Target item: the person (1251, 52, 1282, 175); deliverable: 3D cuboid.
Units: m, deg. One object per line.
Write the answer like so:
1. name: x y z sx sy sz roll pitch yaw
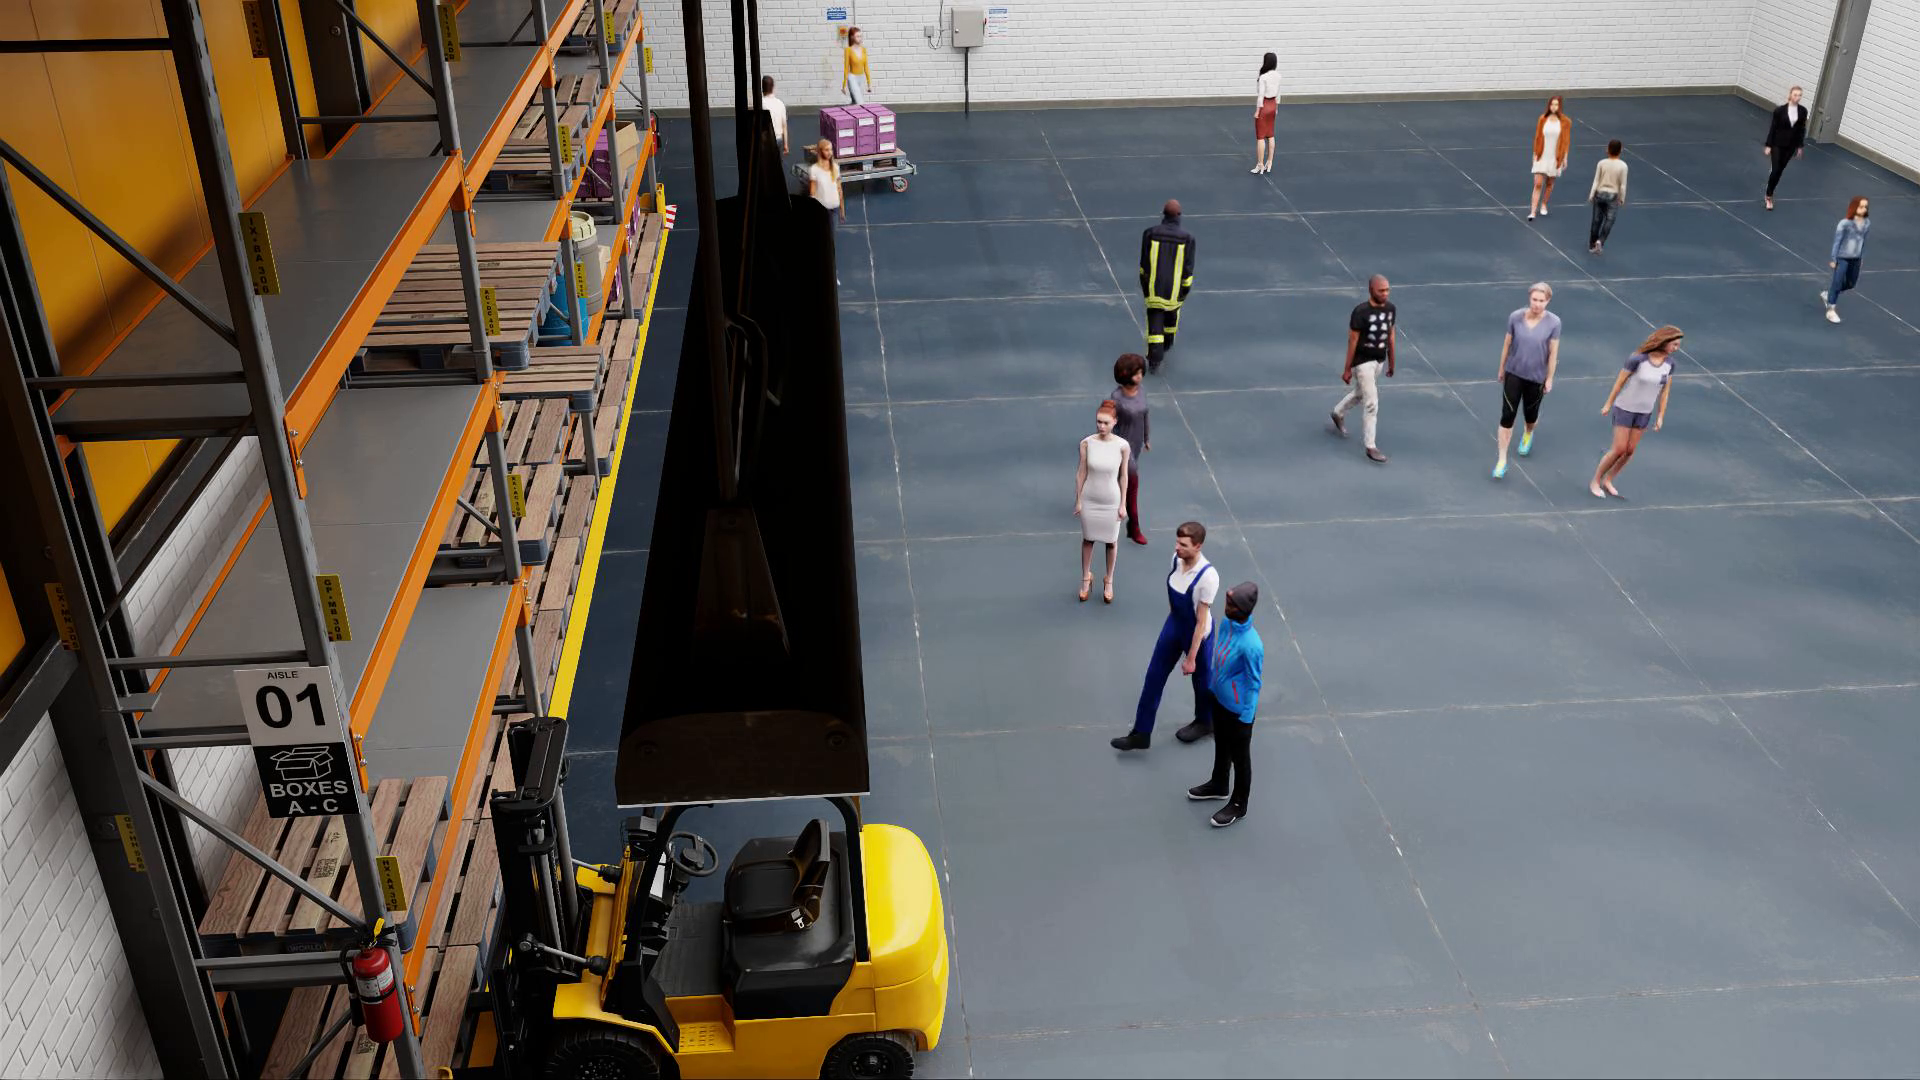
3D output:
1. person: 4.495 -6.276 24.450 0.680 1.749 0.689 -20 34 -32

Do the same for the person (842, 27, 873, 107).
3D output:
1. person: -1.703 -7.151 26.087 1.188 1.718 1.078 25 37 37

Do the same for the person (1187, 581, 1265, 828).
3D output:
1. person: 1.822 1.059 10.959 0.730 1.792 0.574 -10 30 -18

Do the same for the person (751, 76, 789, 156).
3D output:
1. person: -2.547 -5.340 22.664 1.091 1.817 1.331 -19 34 -31

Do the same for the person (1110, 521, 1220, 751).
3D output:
1. person: 1.688 0.657 11.668 1.033 1.818 1.122 -17 33 -28

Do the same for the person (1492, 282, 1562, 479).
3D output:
1. person: 5.352 -1.544 15.674 1.057 1.847 1.280 13 31 22

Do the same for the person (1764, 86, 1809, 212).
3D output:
1. person: 11.338 -5.431 22.965 0.661 1.689 0.787 1 29 1

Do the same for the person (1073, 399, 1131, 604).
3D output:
1. person: 1.151 -0.299 13.447 0.624 1.793 0.569 5 29 10

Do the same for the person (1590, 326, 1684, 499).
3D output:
1. person: 6.096 -1.175 15.171 0.672 1.680 0.548 4 29 7

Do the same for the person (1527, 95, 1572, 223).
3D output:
1. person: 7.996 -5.181 22.520 0.960 1.675 1.175 11 31 19

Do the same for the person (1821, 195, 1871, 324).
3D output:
1. person: 10.223 -3.278 19.246 0.609 1.470 0.698 -5 29 -10

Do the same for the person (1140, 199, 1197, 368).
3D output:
1. person: 2.202 -2.747 17.944 0.925 1.785 1.284 4 29 7

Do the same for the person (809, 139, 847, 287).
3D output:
1. person: -1.682 -3.975 20.183 0.756 1.797 0.807 -18 34 -30

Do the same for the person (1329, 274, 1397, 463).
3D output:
1. person: 3.888 -1.716 16.071 0.998 1.768 1.306 -14 32 -24

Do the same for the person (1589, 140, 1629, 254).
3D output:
1. person: 8.242 -4.347 21.226 0.773 1.451 0.839 15 32 25
